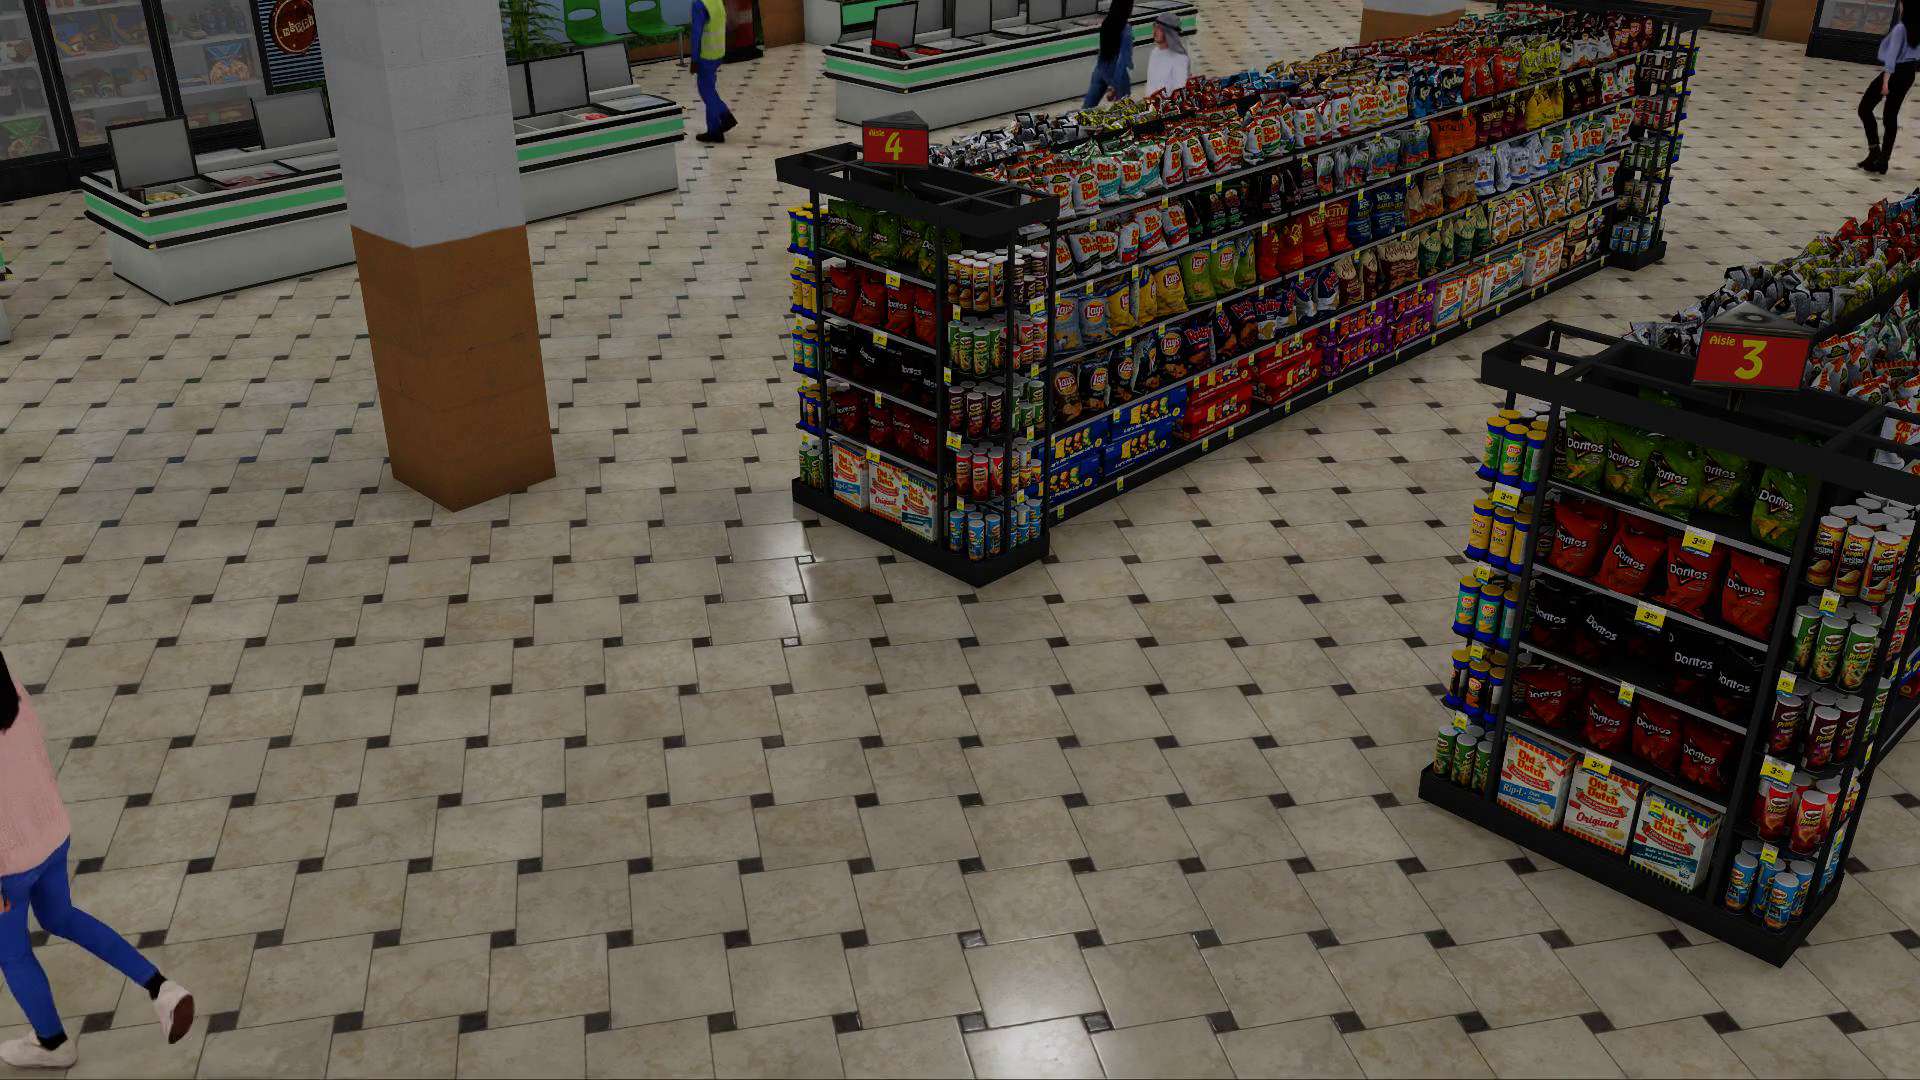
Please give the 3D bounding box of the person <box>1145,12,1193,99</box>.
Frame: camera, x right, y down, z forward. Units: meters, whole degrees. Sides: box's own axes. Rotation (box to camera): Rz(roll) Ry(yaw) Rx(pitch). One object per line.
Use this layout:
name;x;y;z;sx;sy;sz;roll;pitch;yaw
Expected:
person;1.752;-3.418;13.869;0.976;1.915;0.871;-10;29;-19

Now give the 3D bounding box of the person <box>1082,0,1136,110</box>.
person;1.379;-4.393;16.067;1.246;1.665;0.743;-21;34;-35

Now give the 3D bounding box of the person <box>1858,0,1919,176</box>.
person;9.039;-4.367;15.939;0.632;1.734;0.782;-14;30;-26

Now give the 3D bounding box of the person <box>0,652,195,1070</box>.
person;-2.920;1.012;5.311;1.032;1.753;1.014;3;27;7

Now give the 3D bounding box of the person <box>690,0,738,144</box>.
person;-2.510;-4.980;17.070;0.867;1.804;0.790;6;28;12
